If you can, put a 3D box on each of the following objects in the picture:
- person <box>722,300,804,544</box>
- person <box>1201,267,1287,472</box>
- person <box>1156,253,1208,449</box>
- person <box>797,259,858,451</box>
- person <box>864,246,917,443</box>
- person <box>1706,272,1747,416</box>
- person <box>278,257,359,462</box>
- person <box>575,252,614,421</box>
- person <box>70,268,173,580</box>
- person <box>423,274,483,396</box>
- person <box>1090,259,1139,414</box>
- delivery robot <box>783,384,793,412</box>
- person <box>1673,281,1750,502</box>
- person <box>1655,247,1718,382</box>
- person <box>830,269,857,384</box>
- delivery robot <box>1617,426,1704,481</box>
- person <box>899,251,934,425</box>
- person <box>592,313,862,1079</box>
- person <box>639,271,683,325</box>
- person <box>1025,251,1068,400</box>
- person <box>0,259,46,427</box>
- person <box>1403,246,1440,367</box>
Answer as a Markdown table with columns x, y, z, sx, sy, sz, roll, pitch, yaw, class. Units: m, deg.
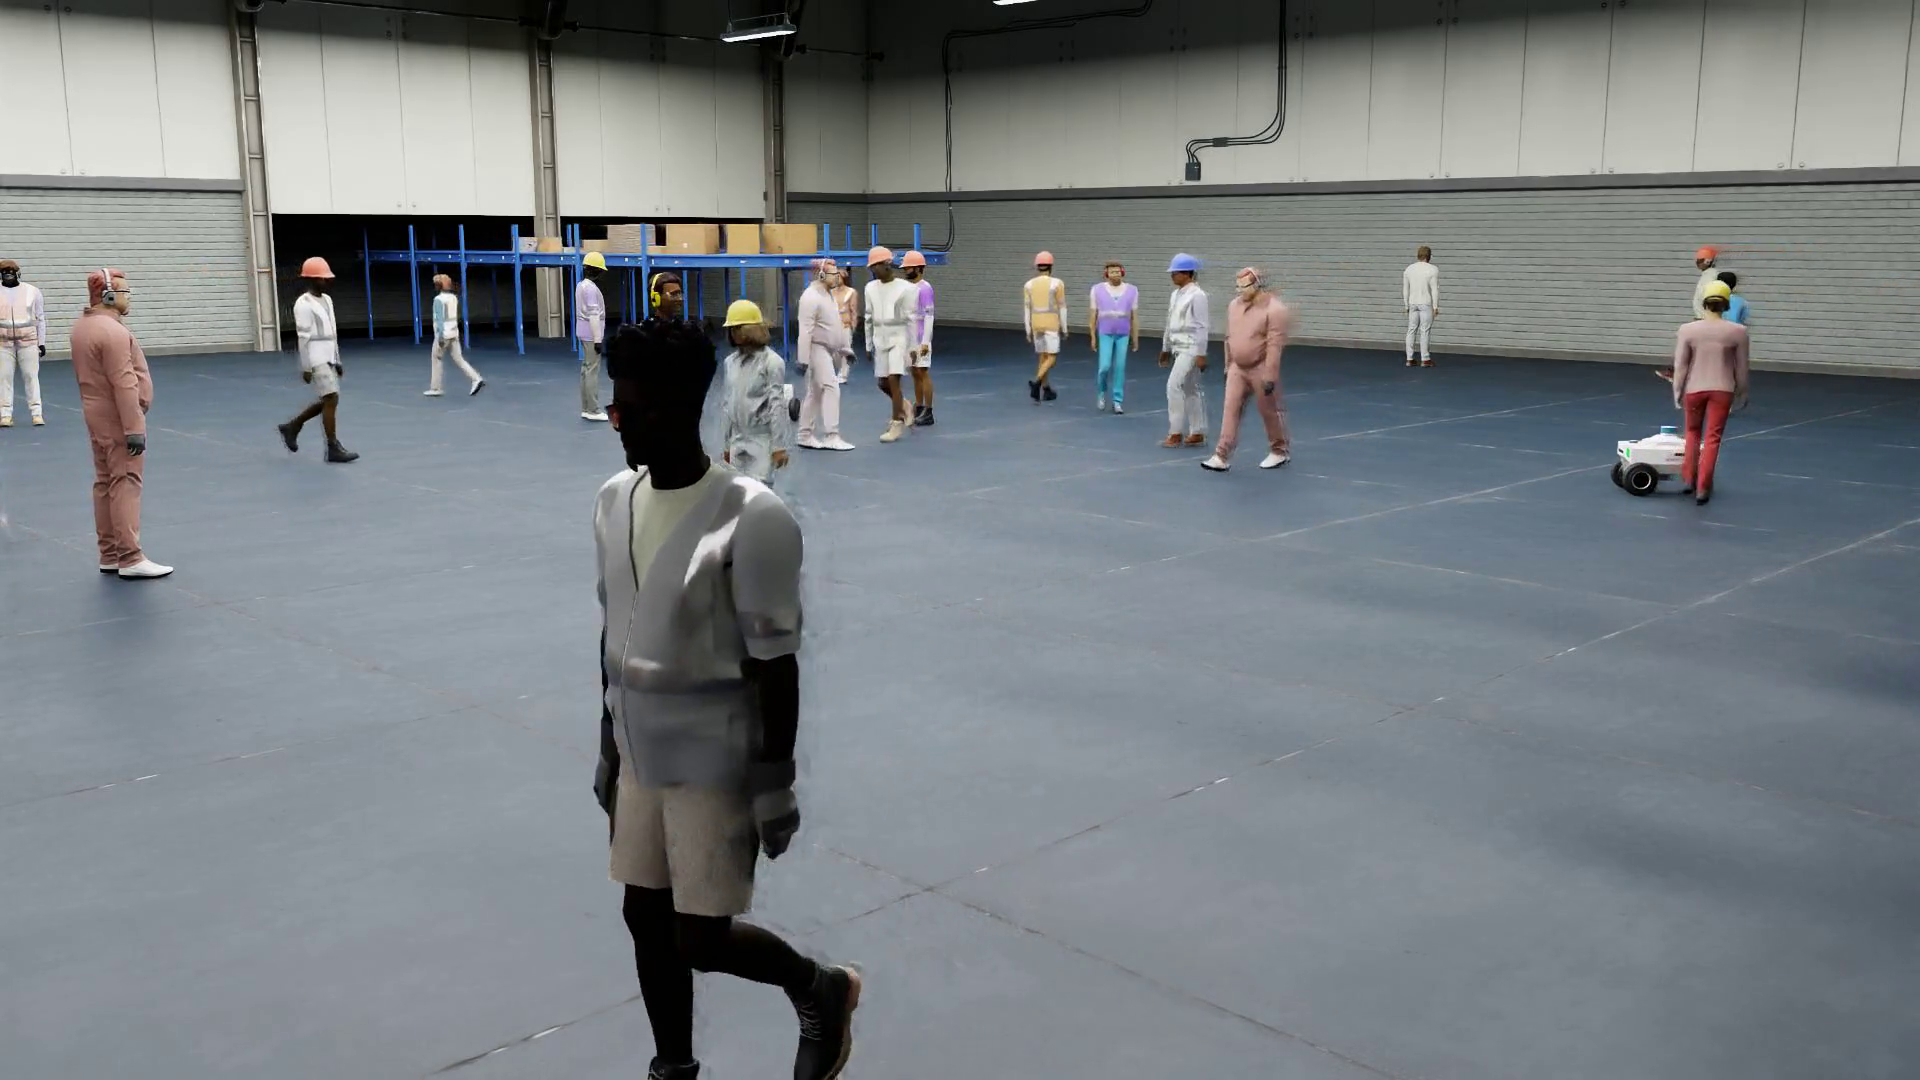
| x | y | z | sx | sy | sz | roll | pitch | yaw | class |
| --- | --- | --- | --- | --- | --- | --- | --- | --- | --- |
| -1.221 | -0.593 | 10.111 | 0.501 | 1.728 | 0.457 | 8 | 13 | 38 | person |
| 2.609 | -1.529 | 14.974 | 1.027 | 1.830 | 0.721 | -10 | 14 | -42 | person |
| 2.165 | -1.876 | 16.573 | 0.741 | 1.920 | 0.608 | -2 | 11 | -12 | person |
| -1.339 | -1.818 | 16.397 | 0.676 | 1.880 | 0.675 | 2 | 11 | 10 | person |
| -0.684 | -2.057 | 17.360 | 0.632 | 2.009 | 0.805 | 5 | 12 | 27 | person |
| 8.968 | -2.323 | 19.655 | 0.551 | 1.674 | 0.606 | -2 | 11 | -9 | person |
| -6.080 | -1.696 | 15.628 | 0.739 | 1.914 | 0.551 | 1 | 10 | 3 | person |
| -4.206 | -2.333 | 19.087 | 0.381 | 1.917 | 0.586 | -5 | 11 | -24 | person |
| -5.211 | -0.721 | 10.325 | 0.653 | 1.906 | 0.408 | 10 | 14 | 43 | person |
| -6.713 | -2.699 | 21.924 | 0.779 | 1.608 | 0.526 | 3 | 11 | 14 | person |
| 1.844 | -2.426 | 19.856 | 0.573 | 1.825 | 0.459 | -1 | 10 | -6 | person |
| -2.154 | -1.645 | 18.911 | 0.477 | 0.478 | 0.707 | 2 | 11 | 13 | delivery robot |
| 6.026 | -1.194 | 13.324 | 0.545 | 1.741 | 0.701 | 6 | 12 | 31 | person |
| 10.554 | -3.191 | 23.700 | 1.012 | 1.937 | 0.644 | 2 | 11 | 12 | person |
| -1.705 | -3.048 | 23.756 | 0.537 | 1.623 | 0.364 | 5 | 11 | 24 | person |
| 5.836 | -0.700 | 13.759 | 0.707 | 0.478 | 0.477 | 2 | 11 | 9 | delivery robot |
| -0.498 | -2.270 | 18.690 | 0.373 | 1.934 | 0.552 | -4 | 11 | -22 | person |
| -0.562 | 0.458 | 3.789 | 0.621 | 1.948 | 0.591 | 9 | 14 | 41 | person |
| -1.929 | -0.834 | 11.028 | 0.328 | 1.876 | 0.513 | 5 | 12 | 26 | person |
| 1.066 | -2.725 | 21.231 | 0.559 | 1.917 | 0.806 | 6 | 12 | 30 | person |
| -10.523 | -2.192 | 18.528 | 0.627 | 1.844 | 0.429 | -6 | 12 | -29 | person |
| 7.485 | -3.788 | 26.964 | 0.367 | 1.939 | 0.635 | -10 | 14 | -44 | person |
